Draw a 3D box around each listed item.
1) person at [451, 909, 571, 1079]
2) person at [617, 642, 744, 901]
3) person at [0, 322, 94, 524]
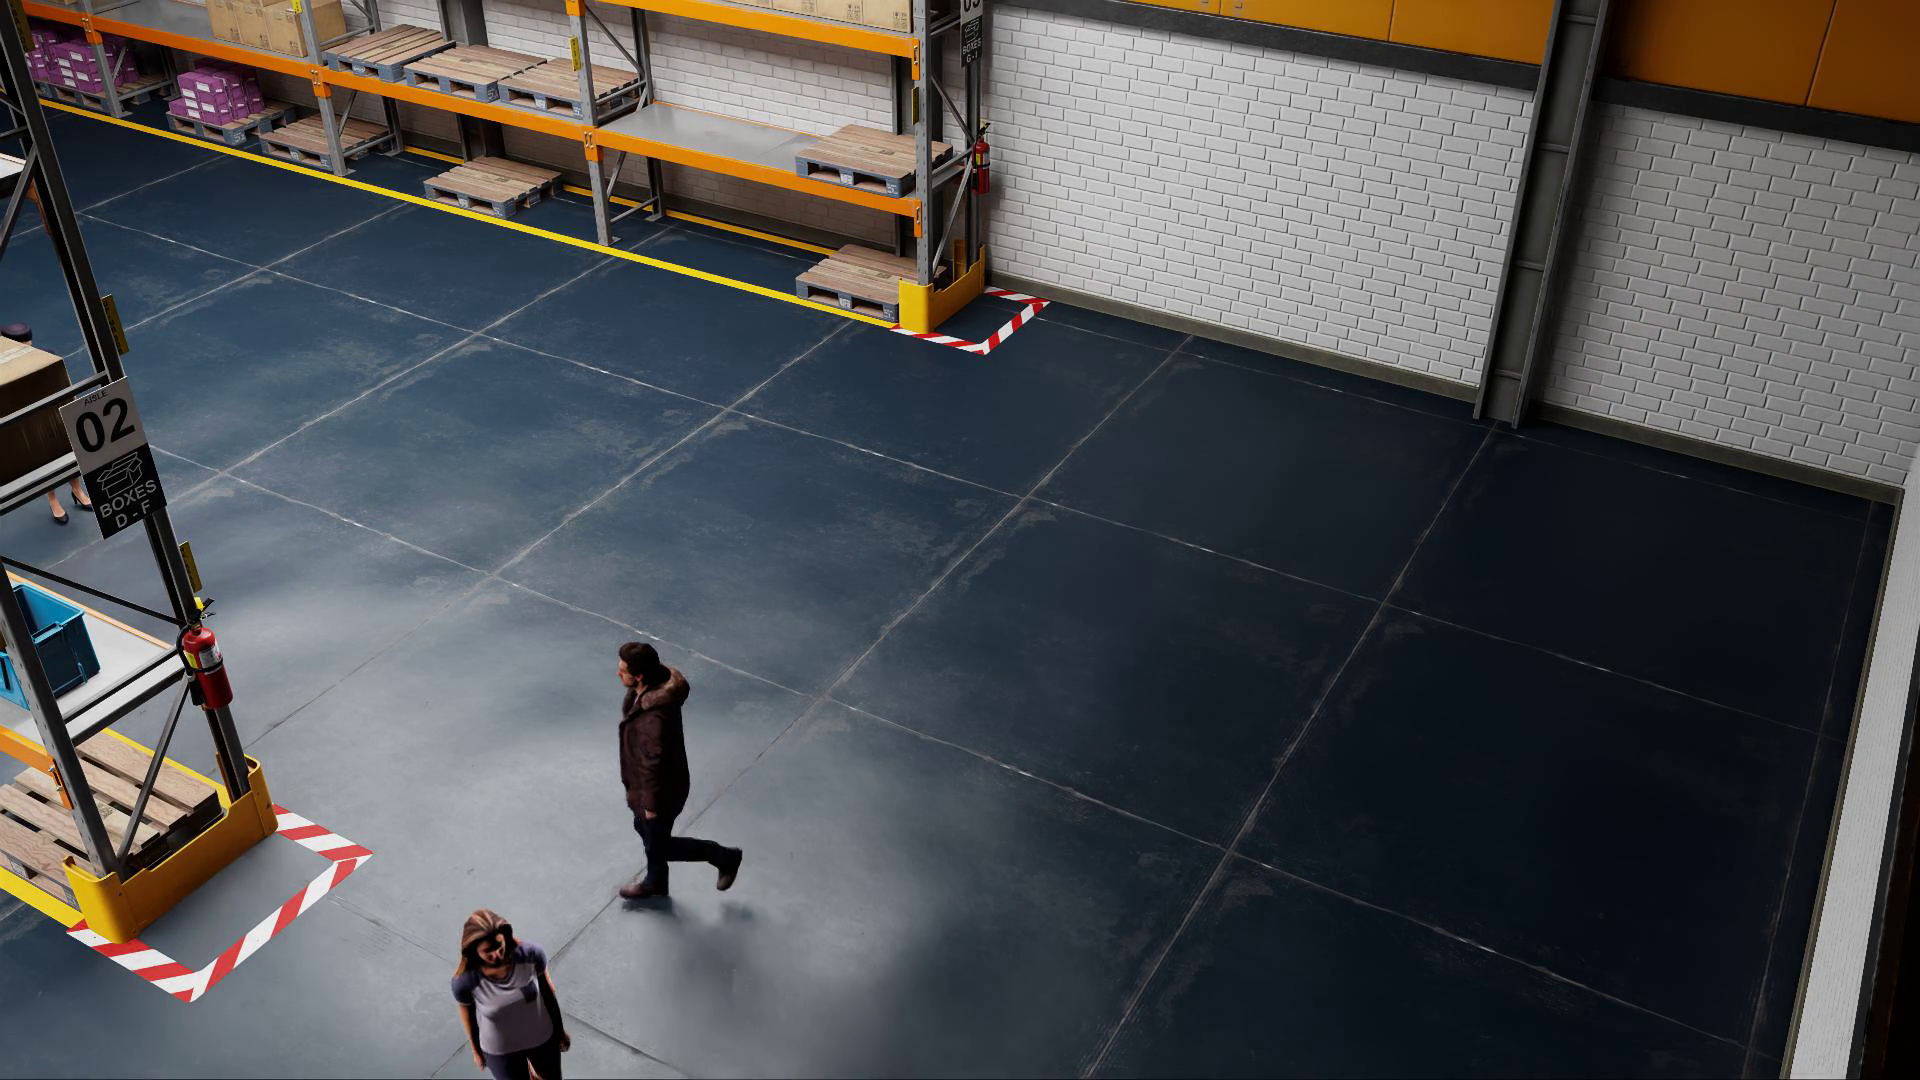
[{"bbox_3d":[-2.135,2.339,7.995,0.914,1.709,1.058,-16,37,-22],"label":"person"},{"bbox_3d":[-1.628,1.348,9.378,1.136,1.828,1.079,-9,35,-13],"label":"person"},{"bbox_3d":[-7.146,-0.932,12.953,0.669,1.666,0.726,24,40,31],"label":"person"}]
